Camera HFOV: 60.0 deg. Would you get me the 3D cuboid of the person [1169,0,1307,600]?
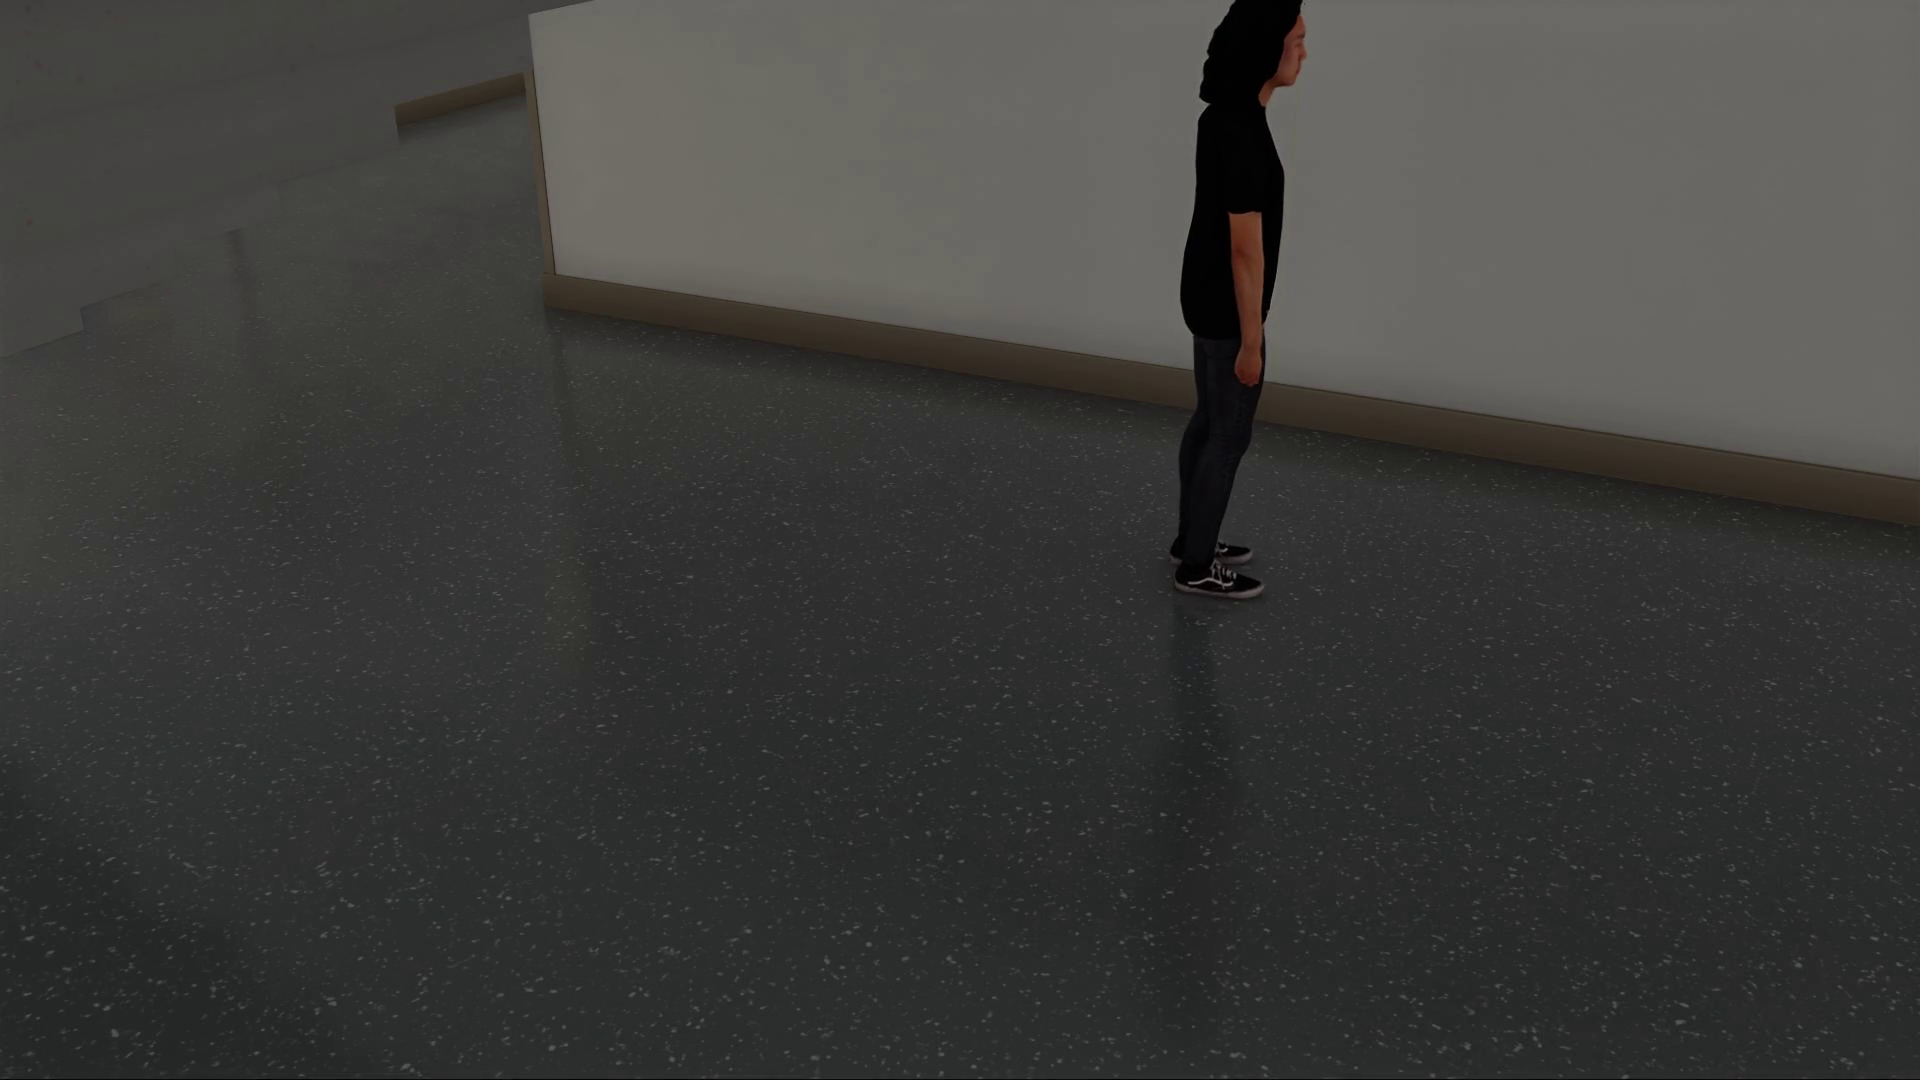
[{"bbox_3d":[0.782,-0.696,4.931,0.700,1.807,0.708,-1,26,-3],"label":"person"}]
